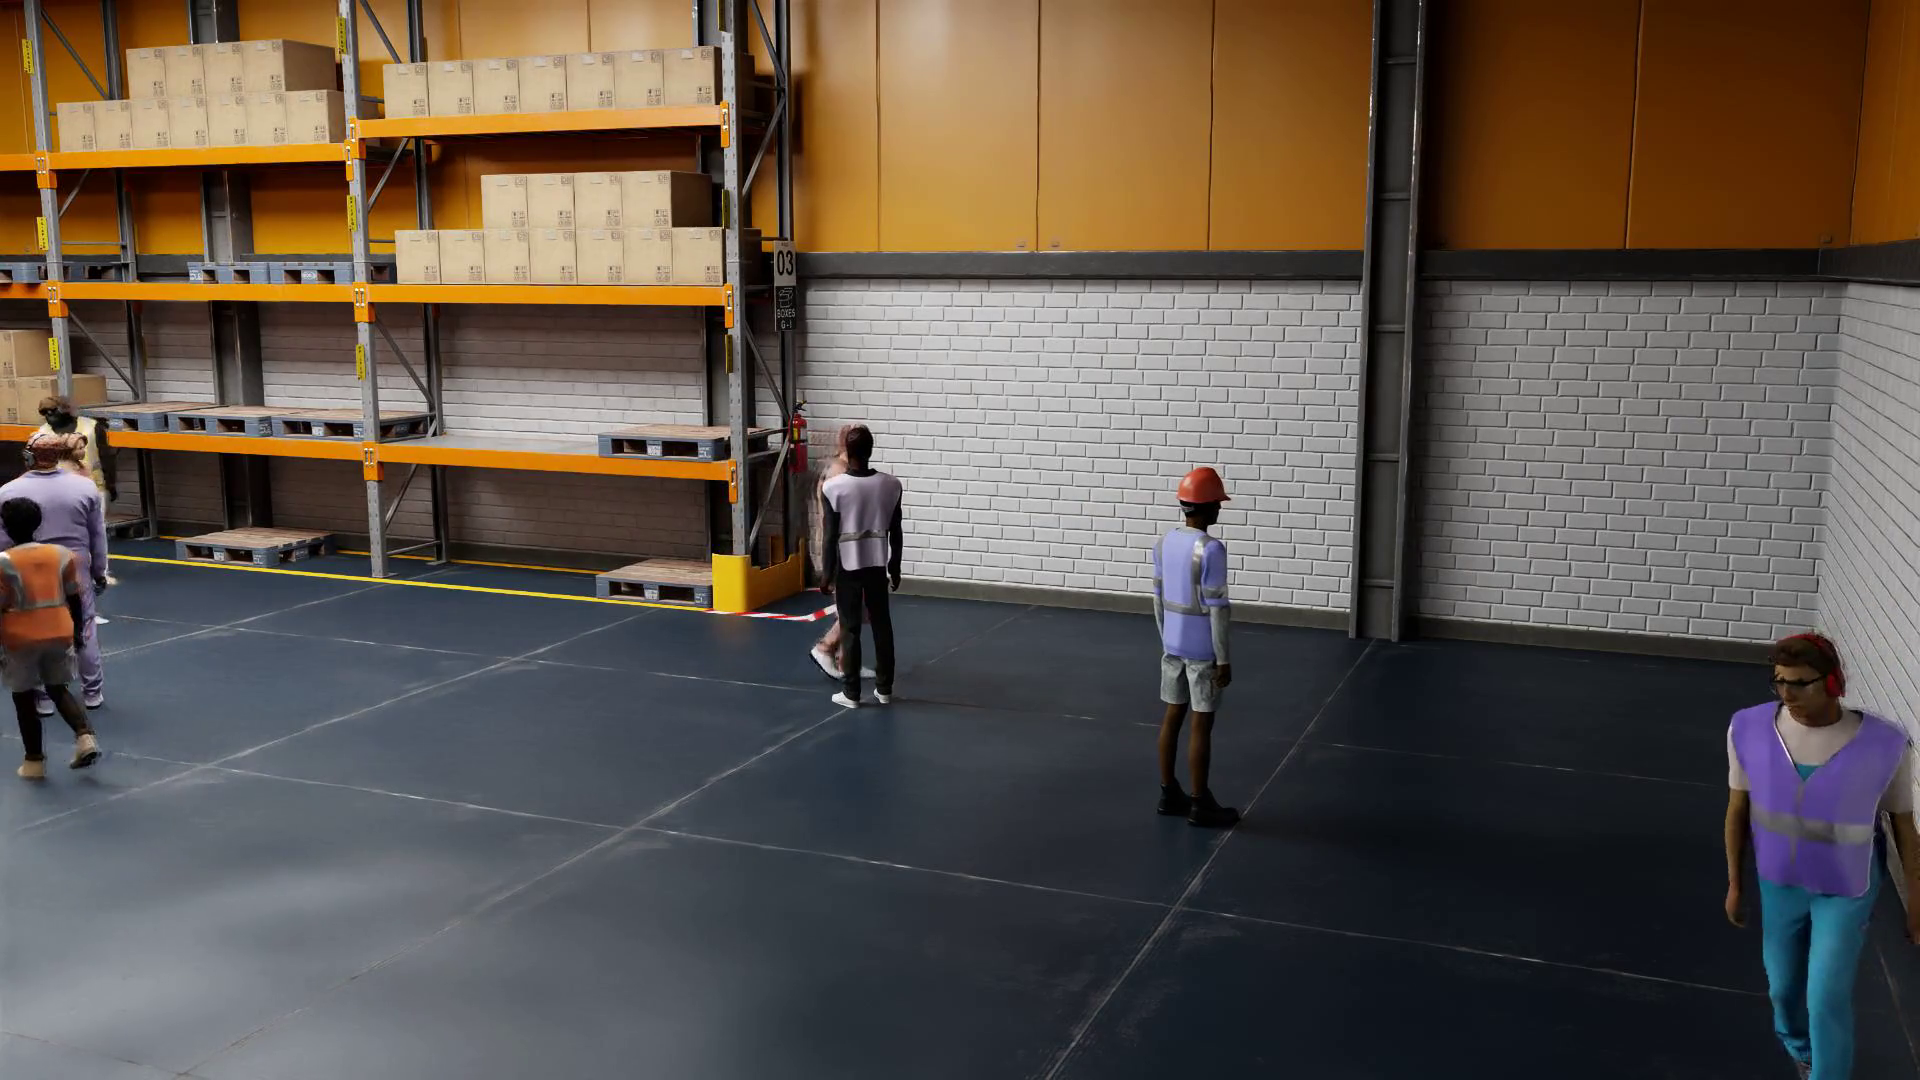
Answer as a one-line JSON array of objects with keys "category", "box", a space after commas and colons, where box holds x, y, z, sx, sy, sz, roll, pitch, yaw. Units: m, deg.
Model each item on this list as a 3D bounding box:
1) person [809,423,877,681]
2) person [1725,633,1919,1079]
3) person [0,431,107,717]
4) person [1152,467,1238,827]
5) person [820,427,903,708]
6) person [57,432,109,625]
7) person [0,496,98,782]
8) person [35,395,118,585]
[{"category": "person", "box": [-0.782, 0.098, 12.013, 0.446, 1.890, 0.648, 0, 9, 1]}, {"category": "person", "box": [2.982, 1.183, 5.723, 0.641, 1.802, 0.765, 9, 13, 43]}, {"category": "person", "box": [-6.085, 0.224, 11.171, 0.651, 1.912, 0.409, -8, 12, -39]}, {"category": "person", "box": [1.278, 0.571, 8.989, 0.364, 1.939, 0.542, -6, 11, -32]}, {"category": "person", "box": [-0.664, 0.191, 11.354, 0.597, 1.917, 0.374, -5, 10, -26]}, {"category": "person", "box": [-7.449, -0.094, 13.937, 0.495, 1.629, 0.526, 0, 9, -1]}, {"category": "person", "box": [-5.348, 0.584, 9.688, 0.434, 1.677, 0.560, 5, 11, 30]}, {"category": "person", "box": [-8.336, -0.456, 15.632, 0.736, 1.806, 0.478, -4, 10, -22]}]
